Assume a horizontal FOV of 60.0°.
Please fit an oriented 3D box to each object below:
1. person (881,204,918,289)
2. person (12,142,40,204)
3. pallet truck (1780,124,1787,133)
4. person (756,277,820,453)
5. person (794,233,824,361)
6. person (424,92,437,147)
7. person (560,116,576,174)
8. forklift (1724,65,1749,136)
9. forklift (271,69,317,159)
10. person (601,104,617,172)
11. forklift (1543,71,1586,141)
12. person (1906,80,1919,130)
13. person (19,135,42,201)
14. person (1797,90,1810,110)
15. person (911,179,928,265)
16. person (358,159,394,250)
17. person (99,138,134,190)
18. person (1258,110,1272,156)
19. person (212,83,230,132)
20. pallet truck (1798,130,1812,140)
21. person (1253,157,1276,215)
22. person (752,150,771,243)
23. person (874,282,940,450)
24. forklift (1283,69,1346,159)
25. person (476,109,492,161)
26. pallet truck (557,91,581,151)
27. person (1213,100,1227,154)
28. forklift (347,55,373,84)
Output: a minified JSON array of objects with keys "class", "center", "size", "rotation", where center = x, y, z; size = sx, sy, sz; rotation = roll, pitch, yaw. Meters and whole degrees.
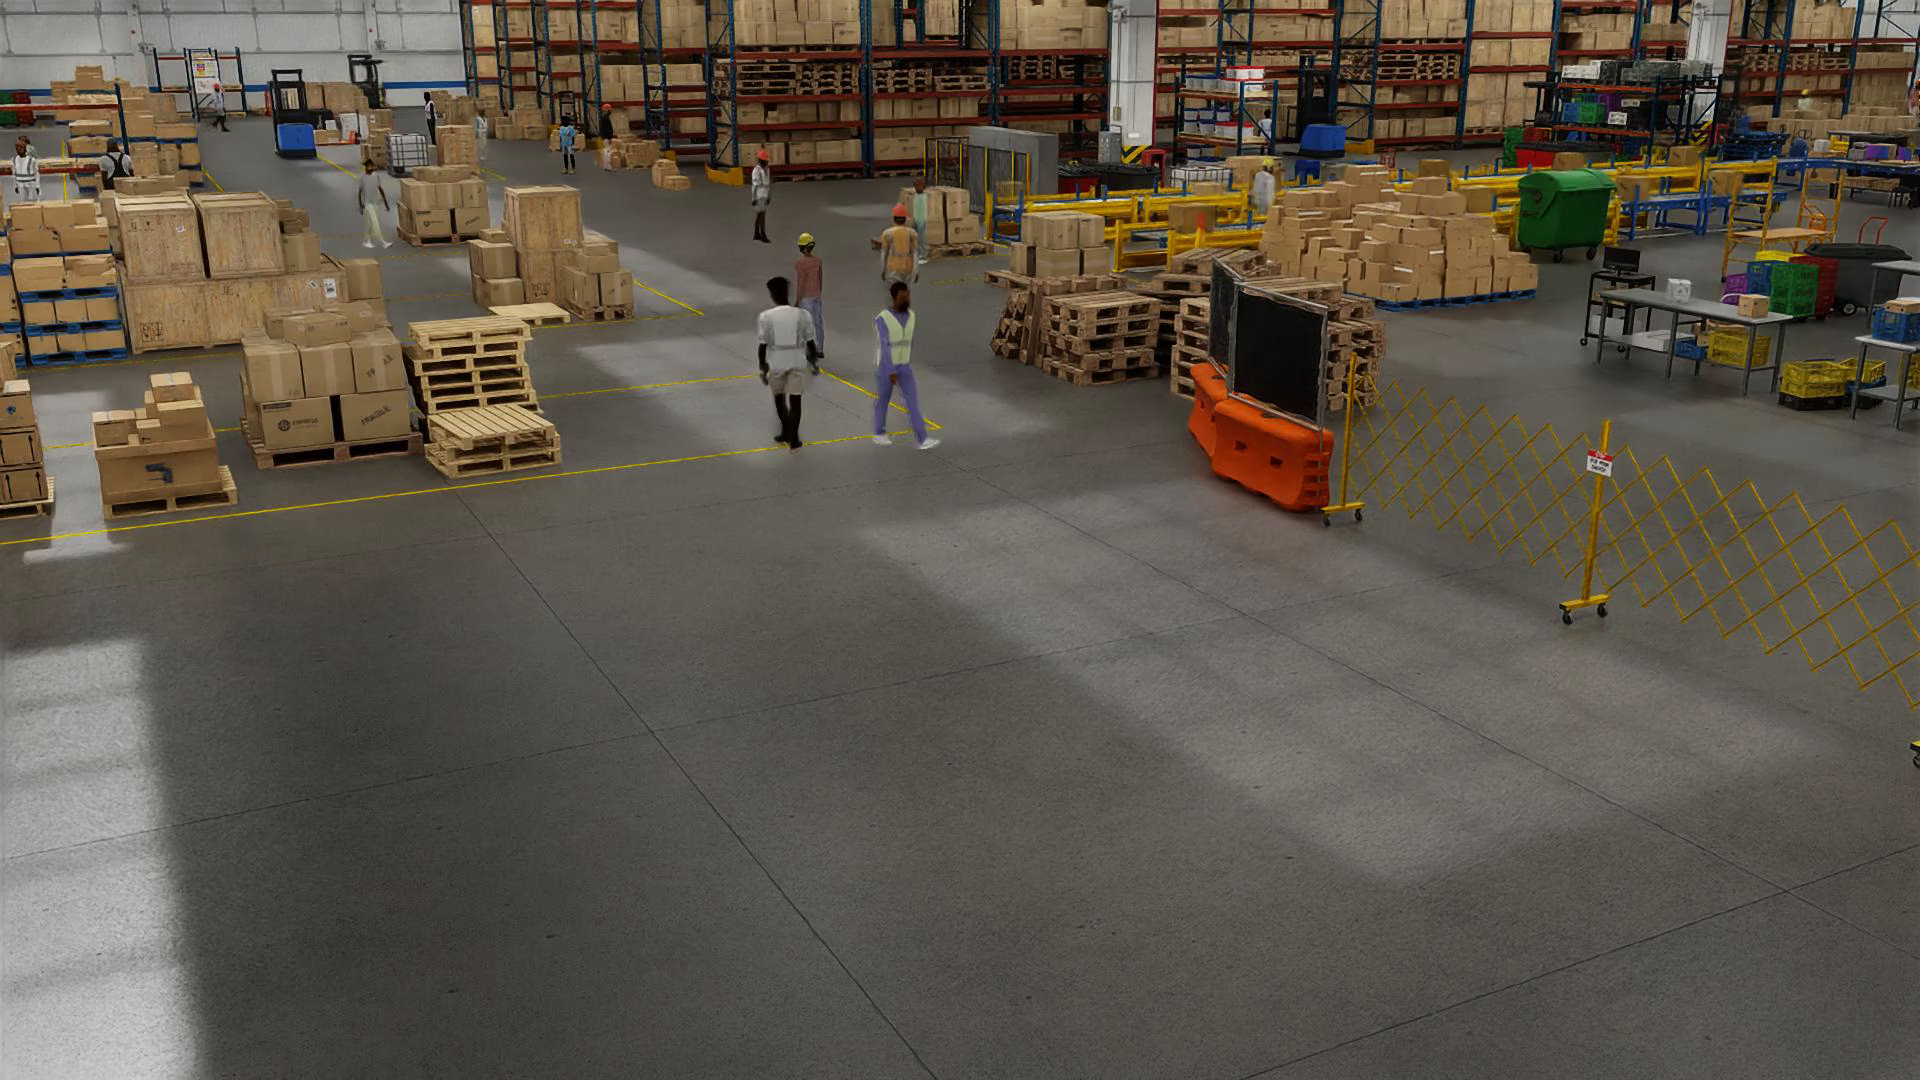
[{"class":"person","center":[-0.910,-4.149,25.370],"size":[0.557,1.898,0.971],"rotation":[-3,18,-9]},{"class":"person","center":[-20.772,-7.884,37.023],"size":[0.574,1.883,0.356],"rotation":[1,18,2]},{"class":"pallet truck","center":[25.206,-12.542,52.601],"size":[1.601,1.201,0.680],"rotation":[0,18,-2]},{"class":"person","center":[-1.891,-1.955,18.440],"size":[0.715,1.936,0.569],"rotation":[-2,18,-7]},{"class":"person","center":[-2.111,-3.385,23.181],"size":[0.318,1.769,0.522],"rotation":[12,22,34]},{"class":"person","center":[-18.606,-14.789,58.508],"size":[0.390,1.912,0.589],"rotation":[-11,21,-32]},{"class":"person","center":[-11.582,-11.646,49.056],"size":[0.532,1.693,0.319],"rotation":[8,19,24]},{"class":"forklift","center":[26.806,-15.244,58.359],"size":[1.873,2.768,1.129],"rotation":[-13,22,-34]},{"class":"forklift","center":[-21.830,-13.945,54.309],"size":[1.129,2.768,1.873],"rotation":[-9,20,-26]},{"class":"person","center":[-10.520,-12.009,49.698],"size":[0.387,1.996,0.611],"rotation":[-6,19,-19]},{"class":"forklift","center":[18.685,-13.231,52.085],"size":[1.873,2.768,1.129],"rotation":[-9,20,-26]},{"class":"person","center":[38.345,-17.432,66.675],"size":[0.971,1.965,0.637],"rotation":[-10,20,-27]},{"class":"person","center":[-23.685,-9.460,42.328],"size":[0.523,1.638,0.310],"rotation":[6,19,17]},{"class":"person","center":[32.200,-16.296,63.543],"size":[0.791,1.756,0.534],"rotation":[-10,20,-27]},{"class":"person","center":[-0.817,-6.084,31.827],"size":[0.398,1.616,0.528],"rotation":[-8,20,-24]},{"class":"person","center":[-11.902,-6.811,33.804],"size":[1.011,1.807,0.503],"rotation":[10,20,28]},{"class":"person","center":[-18.459,-7.778,36.435],"size":[0.687,2.000,0.535],"rotation":[-16,24,-41]},{"class":"person","center":[9.568,-12.567,51.918],"size":[0.530,1.697,0.322],"rotation":[5,18,15]},{"class":"person","center":[-29.345,-17.112,65.772],"size":[0.589,1.892,0.608],"rotation":[1,18,2]},{"class":"pallet truck","center":[25.526,-11.556,49.408],"size":[1.630,1.274,0.653],"rotation":[-9,20,-26]},{"class":"person","center":[6.227,-6.942,34.187],"size":[0.511,1.822,0.597],"rotation":[-7,19,-22]},{"class":"person","center":[-4.169,-7.223,34.958],"size":[0.587,1.901,0.606],"rotation":[8,19,24]},{"class":"person","center":[-0.638,-1.905,18.406],"size":[0.590,1.867,1.001],"rotation":[-16,24,-41]},{"class":"forklift","center":[11.615,-13.871,54.079],"size":[1.129,2.768,1.873],"rotation":[-9,20,-27]},{"class":"person","center":[-15.252,-13.000,53.402],"size":[0.698,1.612,0.551],"rotation":[6,19,19]},{"class":"pallet truck","center":[-13.495,-14.412,57.188],"size":[0.823,1.965,1.885],"rotation":[-3,18,-9]},{"class":"person","center":[8.748,-13.916,55.782],"size":[0.611,1.910,0.473],"rotation":[-10,20,-29]},{"class":"forklift","center":[-25.310,-19.119,70.440],"size":[1.129,2.768,1.873],"rotation":[-16,24,-40]}]
